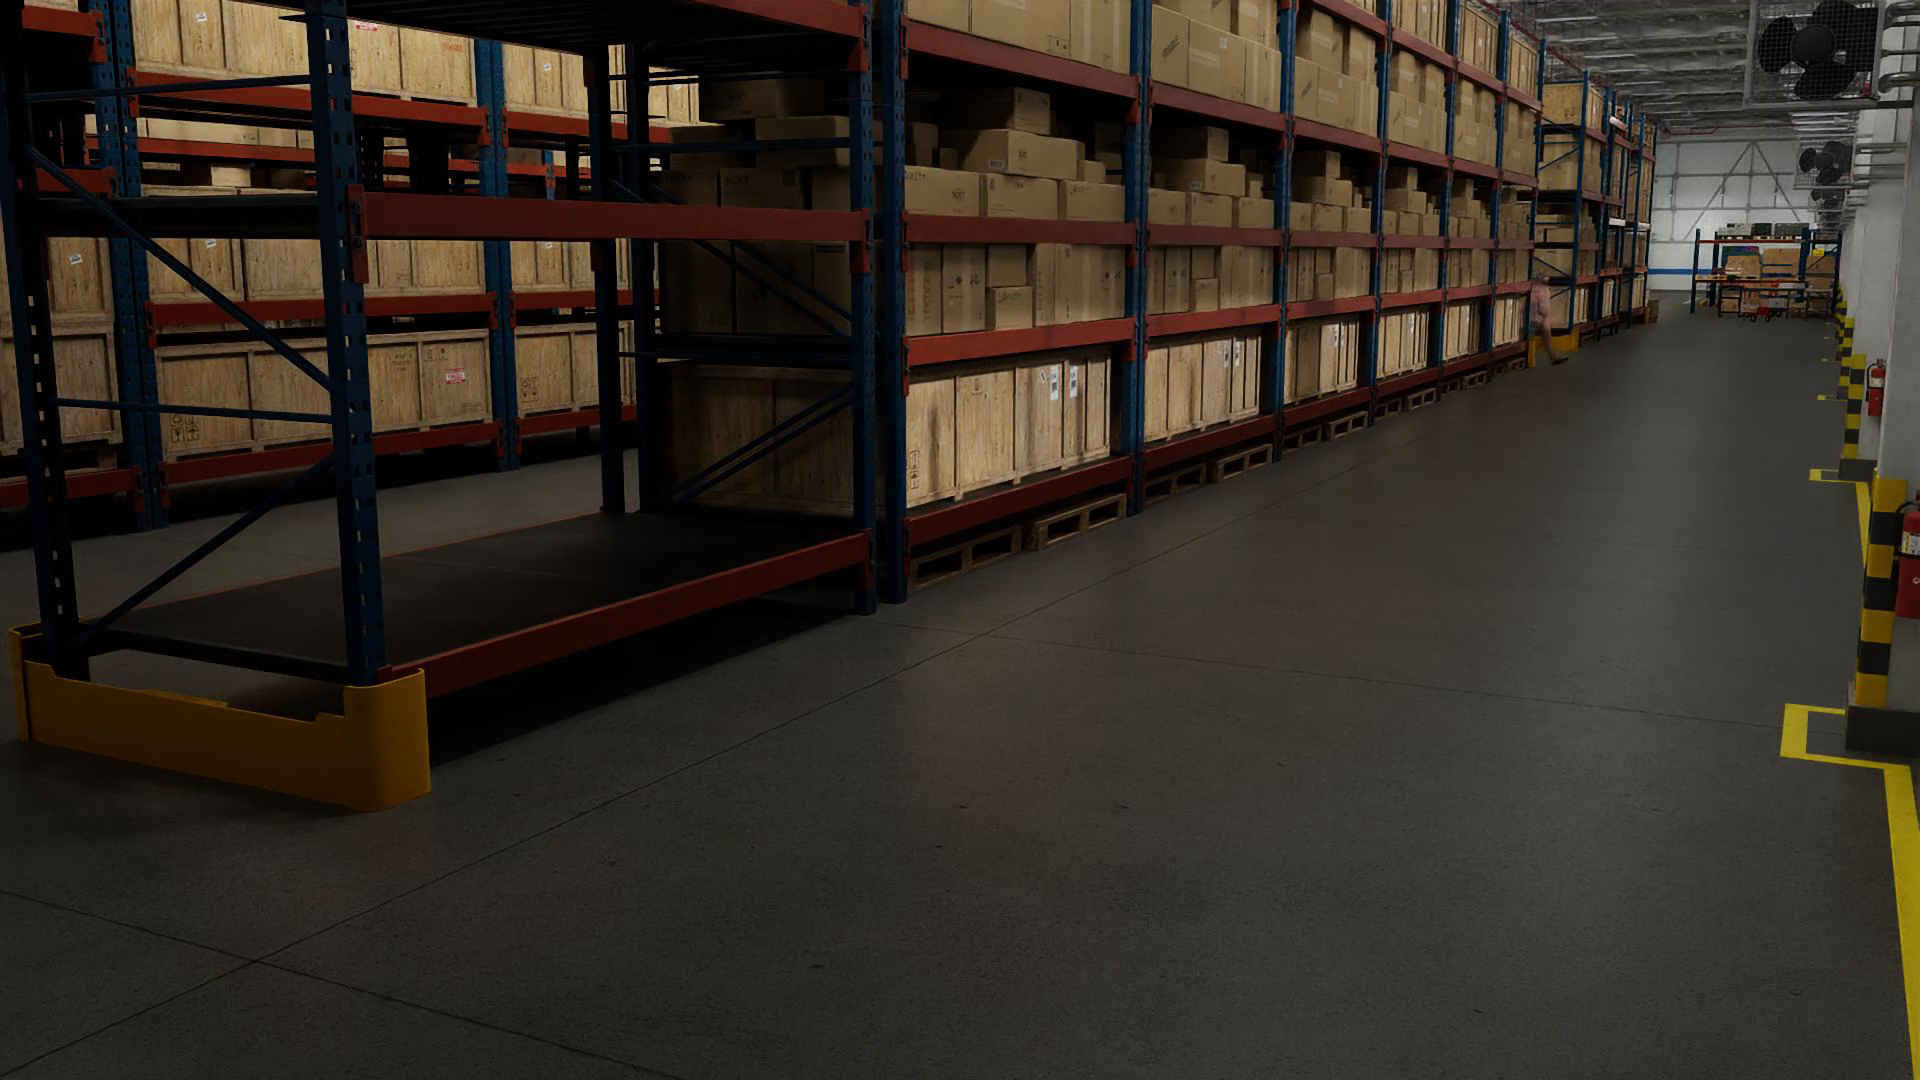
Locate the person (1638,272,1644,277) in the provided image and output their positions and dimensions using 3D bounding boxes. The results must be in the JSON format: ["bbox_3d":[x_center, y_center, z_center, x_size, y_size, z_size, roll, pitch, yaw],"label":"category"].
[{"bbox_3d":[36.379,-13.959,88.780,0.508,1.629,0.314,3,10,15],"label":"person"}]

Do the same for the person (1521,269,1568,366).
[{"bbox_3d":[11.206,-4.275,32.068,0.680,1.850,1.018,-9,13,-42],"label":"person"}]
